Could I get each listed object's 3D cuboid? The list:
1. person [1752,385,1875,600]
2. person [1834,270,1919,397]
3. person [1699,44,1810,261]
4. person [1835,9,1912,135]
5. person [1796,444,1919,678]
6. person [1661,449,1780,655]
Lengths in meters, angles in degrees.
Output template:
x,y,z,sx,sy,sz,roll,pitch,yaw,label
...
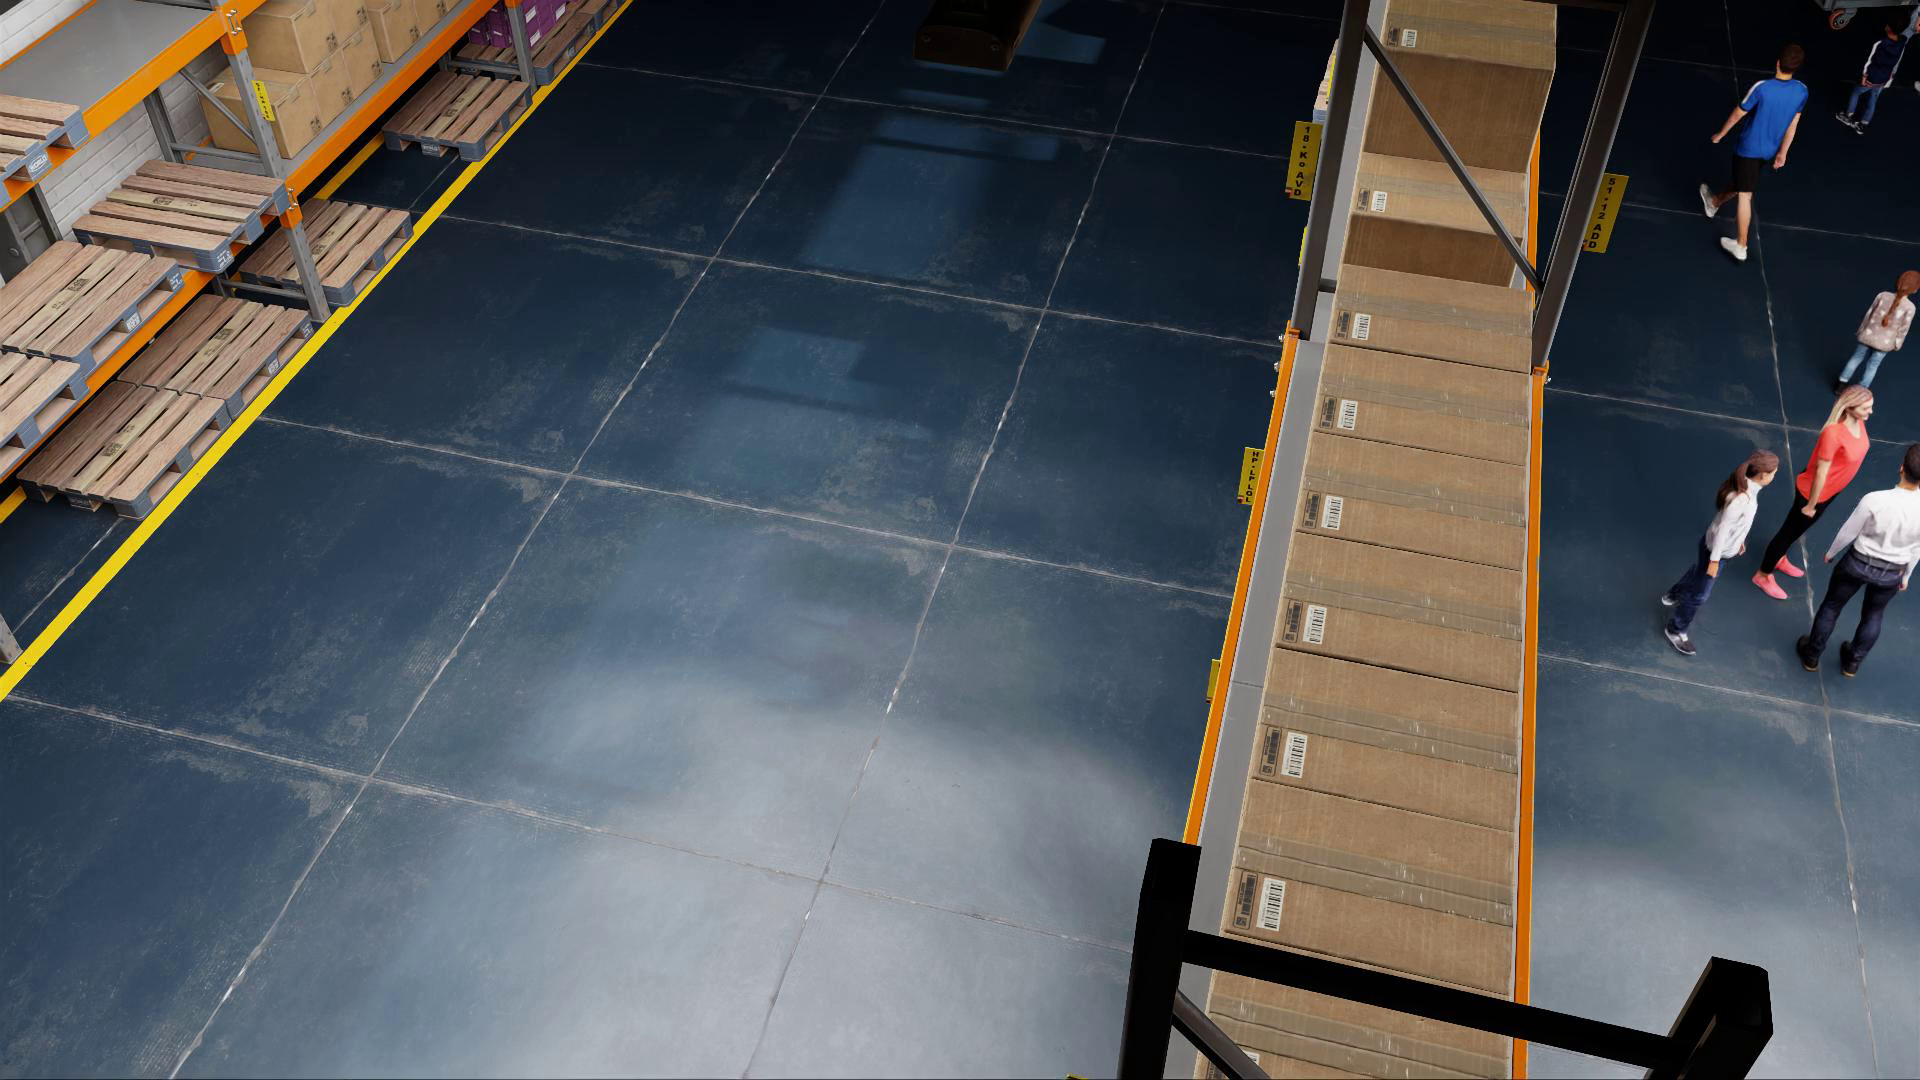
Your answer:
x,y,z,sx,sy,sz,roll,pitch,yaw,label
5.782,-0.351,11.224,0.734,1.693,0.620,33,53,30,person
7.110,-1.580,12.876,0.554,1.194,0.582,32,52,29,person
6.839,-3.270,14.204,1.031,1.810,1.321,-8,44,-8,person
8.781,-4.434,15.860,0.631,1.210,0.688,-5,44,-6,person
5.770,0.189,10.534,0.671,1.864,0.651,14,45,15,person
4.981,0.034,10.933,0.678,1.538,0.873,-31,51,-28,person
